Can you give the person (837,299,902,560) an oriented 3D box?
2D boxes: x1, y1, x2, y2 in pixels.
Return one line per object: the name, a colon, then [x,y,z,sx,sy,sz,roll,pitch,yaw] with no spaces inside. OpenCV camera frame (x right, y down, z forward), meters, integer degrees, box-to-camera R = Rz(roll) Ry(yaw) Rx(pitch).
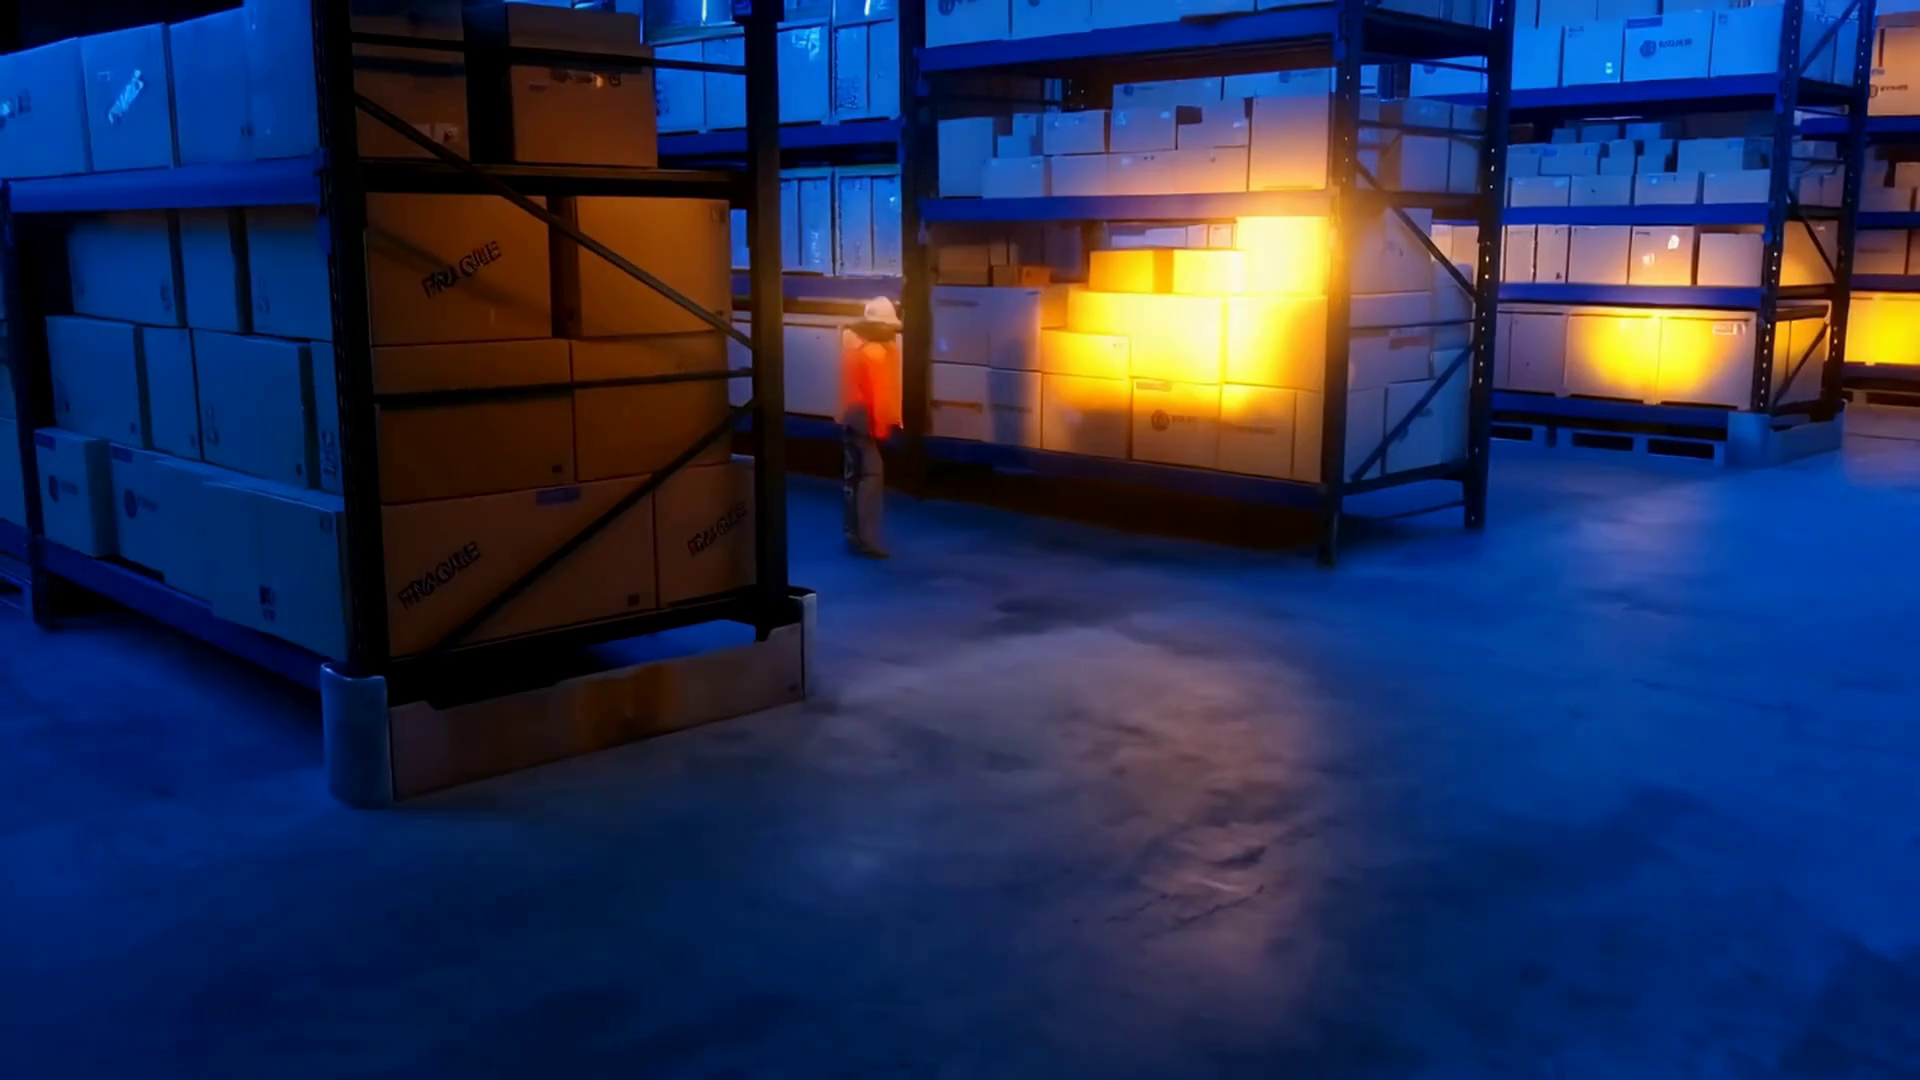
person: [-0.609,-0.726,11.010,0.424,1.712,0.524,-4,11,-21]
